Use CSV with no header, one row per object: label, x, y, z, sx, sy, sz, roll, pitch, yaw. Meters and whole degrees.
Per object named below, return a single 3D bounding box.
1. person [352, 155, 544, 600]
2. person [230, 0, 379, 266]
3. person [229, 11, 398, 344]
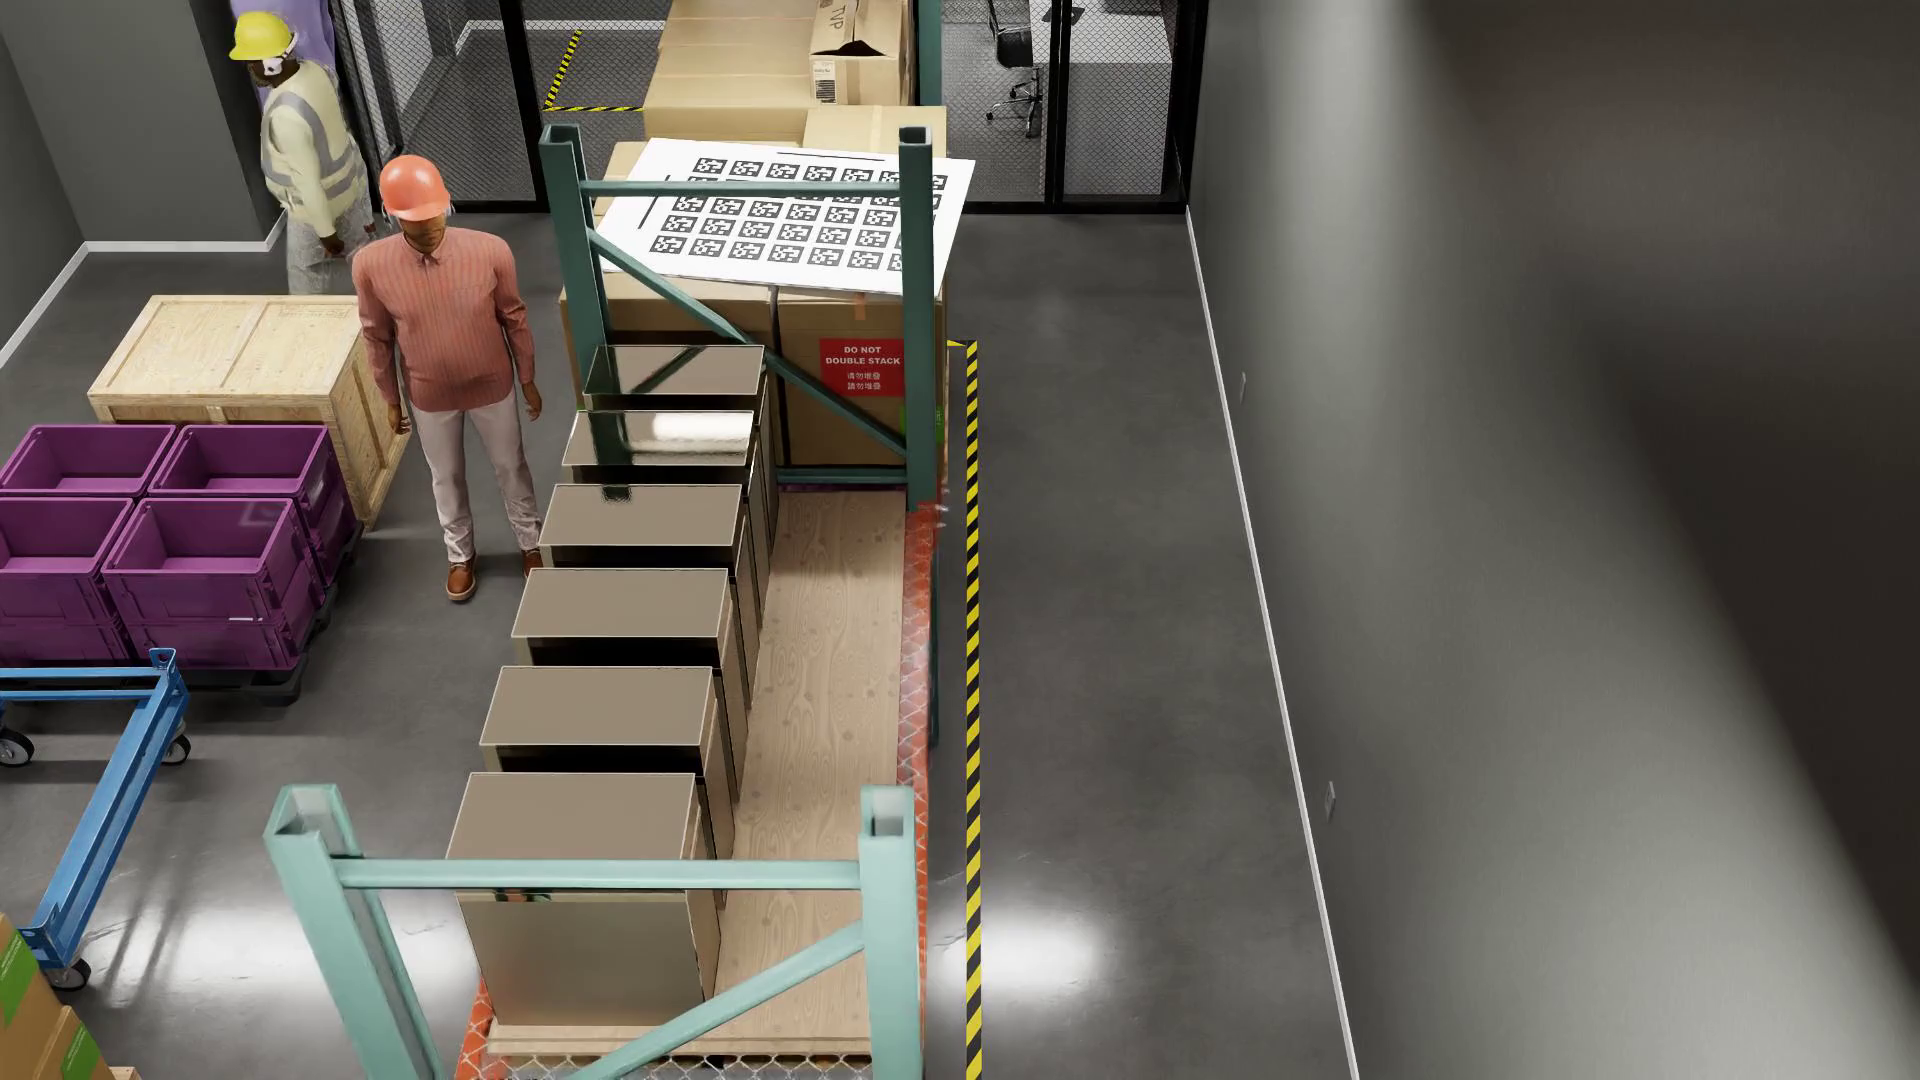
person,-1.967,-0.607,6.535,0.622,1.995,0.383,-9,42,-11
person,-3.398,-2.337,8.559,0.372,1.939,0.632,11,42,12
person,-3.060,-1.655,7.881,0.806,1.796,0.596,0,41,0
